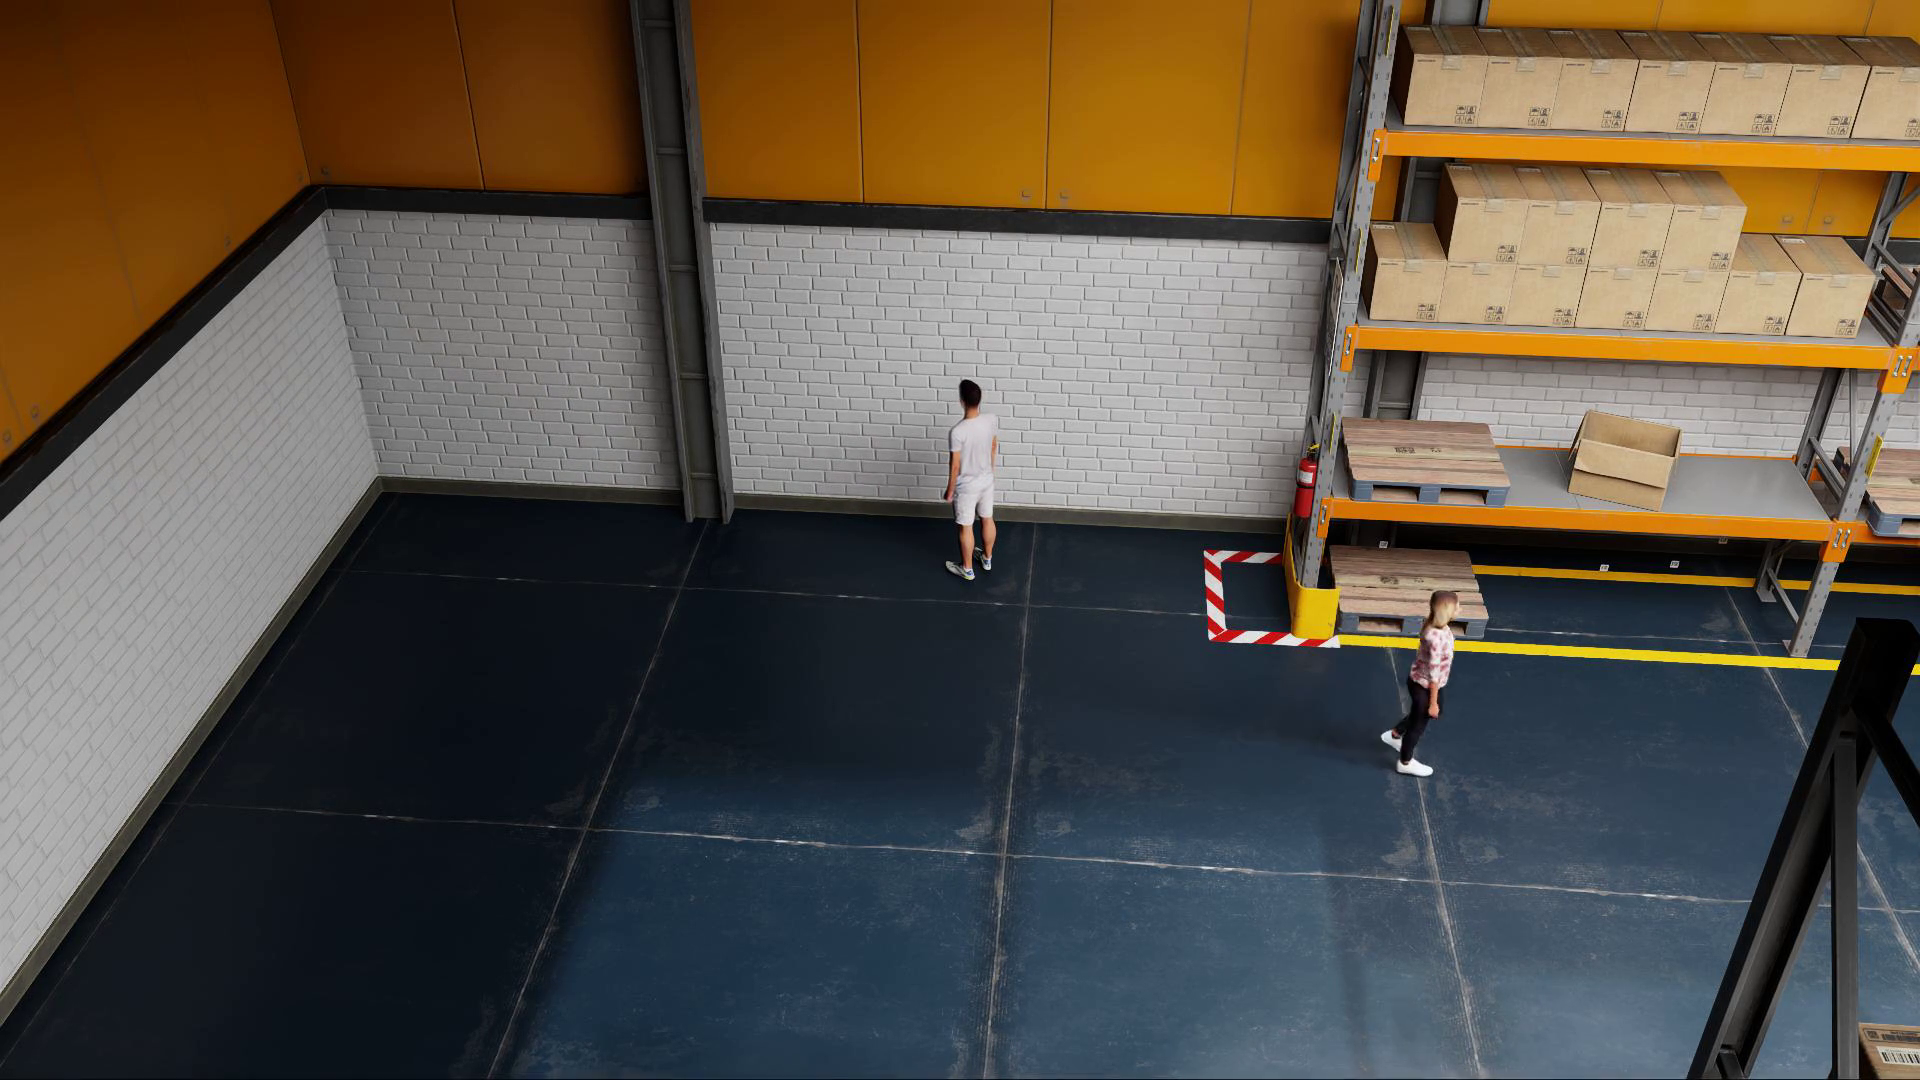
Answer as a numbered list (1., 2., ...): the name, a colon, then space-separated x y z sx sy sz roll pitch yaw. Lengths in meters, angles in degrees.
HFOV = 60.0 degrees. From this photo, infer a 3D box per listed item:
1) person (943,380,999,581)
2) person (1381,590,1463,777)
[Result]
1. person: 0.111 -0.507 14.088 0.755 1.848 0.815 -25 41 -32
2. person: 3.281 1.023 11.990 0.703 1.622 0.643 11 35 16
